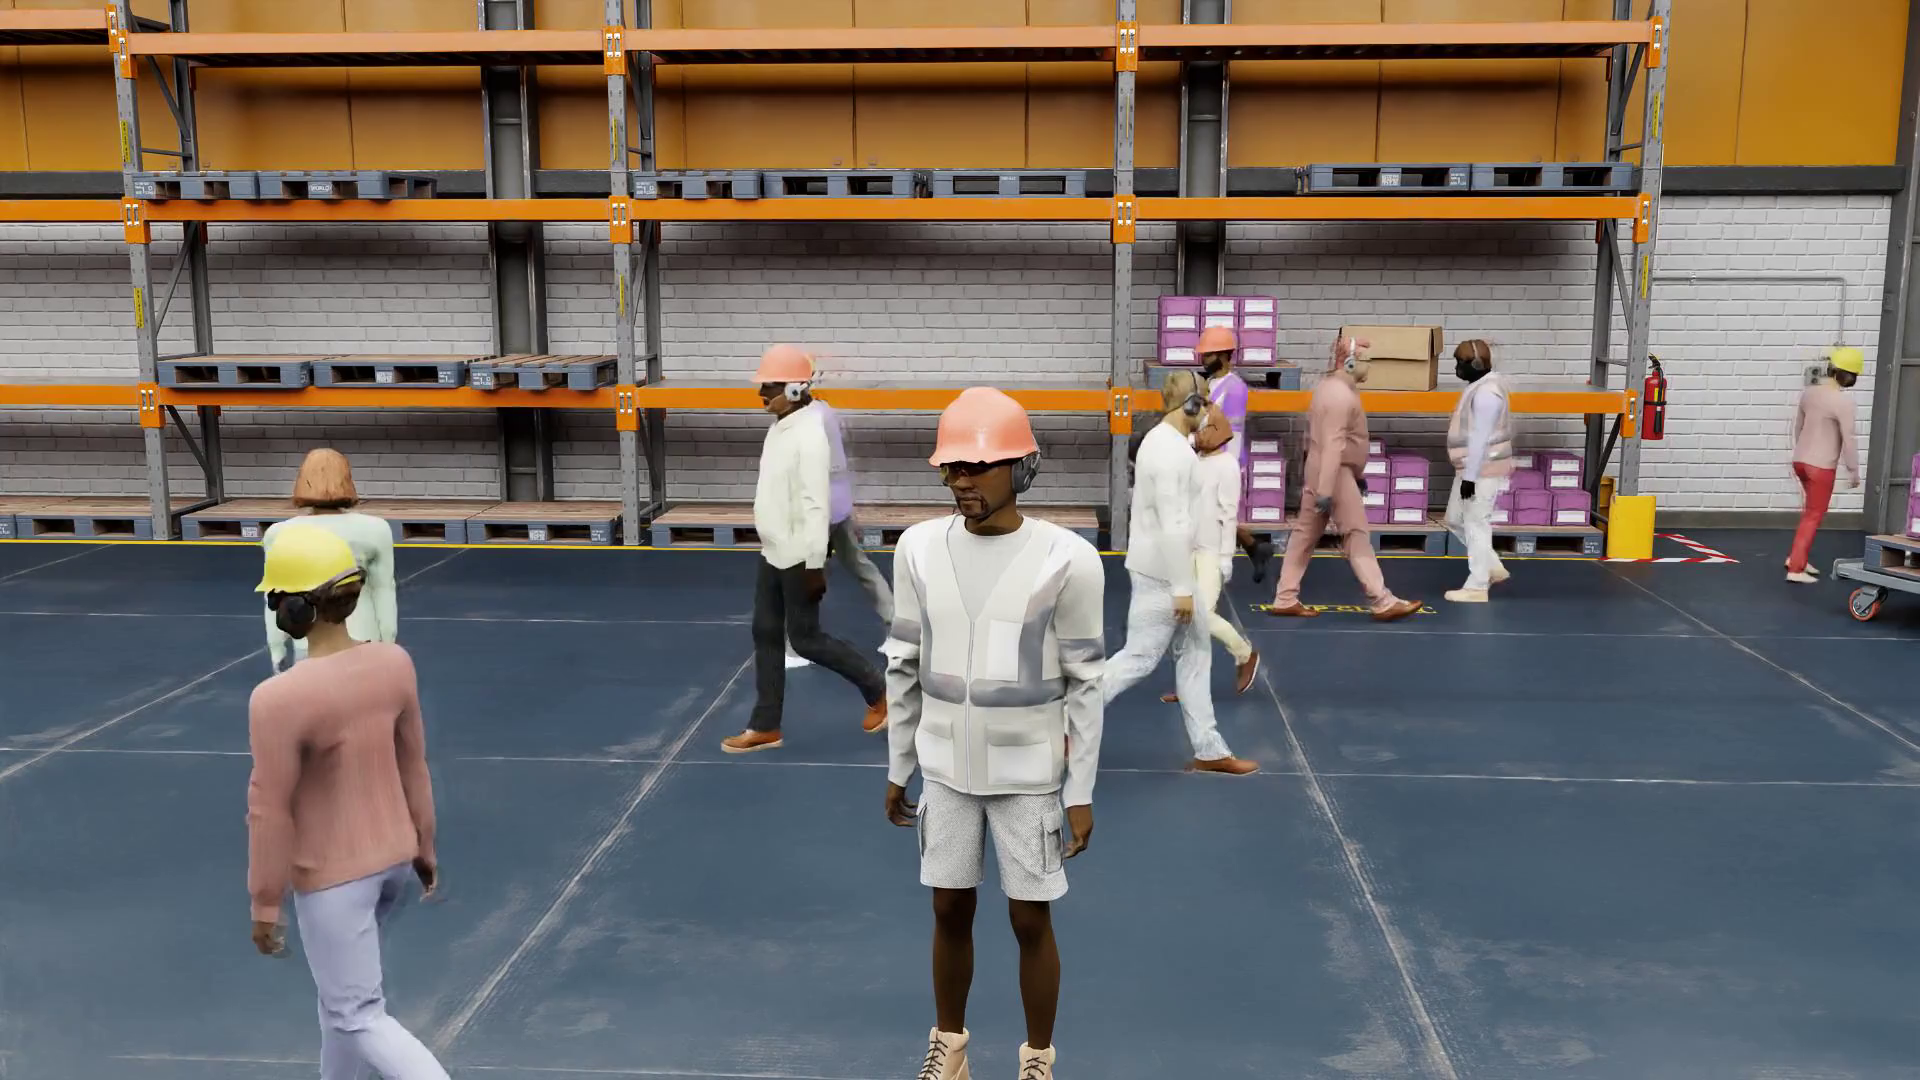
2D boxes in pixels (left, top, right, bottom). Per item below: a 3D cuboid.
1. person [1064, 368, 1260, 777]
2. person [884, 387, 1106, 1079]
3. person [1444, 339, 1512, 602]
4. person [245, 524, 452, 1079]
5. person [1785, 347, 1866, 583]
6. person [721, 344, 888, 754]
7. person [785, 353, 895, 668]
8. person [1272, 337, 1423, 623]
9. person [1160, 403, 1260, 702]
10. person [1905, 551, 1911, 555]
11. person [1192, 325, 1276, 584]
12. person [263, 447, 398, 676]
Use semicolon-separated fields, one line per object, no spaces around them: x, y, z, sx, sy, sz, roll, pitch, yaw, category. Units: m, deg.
0.867;0.156;7.600;0.976;1.884;0.669;1;10;7;person
0.071;0.613;4.445;0.615;2.043;0.373;4;11;23;person
3.559;-0.470;11.445;0.433;1.817;0.639;2;10;9;person
-1.476;0.820;4.163;0.833;1.733;0.527;4;10;21;person
6.267;-0.527;12.059;0.511;1.731;0.548;-1;10;-7;person
-0.725;0.046;7.985;0.823;1.972;0.622;-4;11;-24;person
-0.695;-0.179;9.649;0.894;1.858;0.627;0;10;1;person
2.517;-0.382;10.817;0.961;1.856;0.657;0;10;0;person
1.338;0.078;8.818;0.445;1.619;0.524;-4;10;-22;person
6.995;-0.409;11.727;0.826;1.597;0.518;2;10;11;person
1.870;-0.534;11.562;0.741;1.914;0.550;-3;10;-15;person
-2.527;0.438;6.729;0.503;1.616;0.605;-4;10;-22;person
